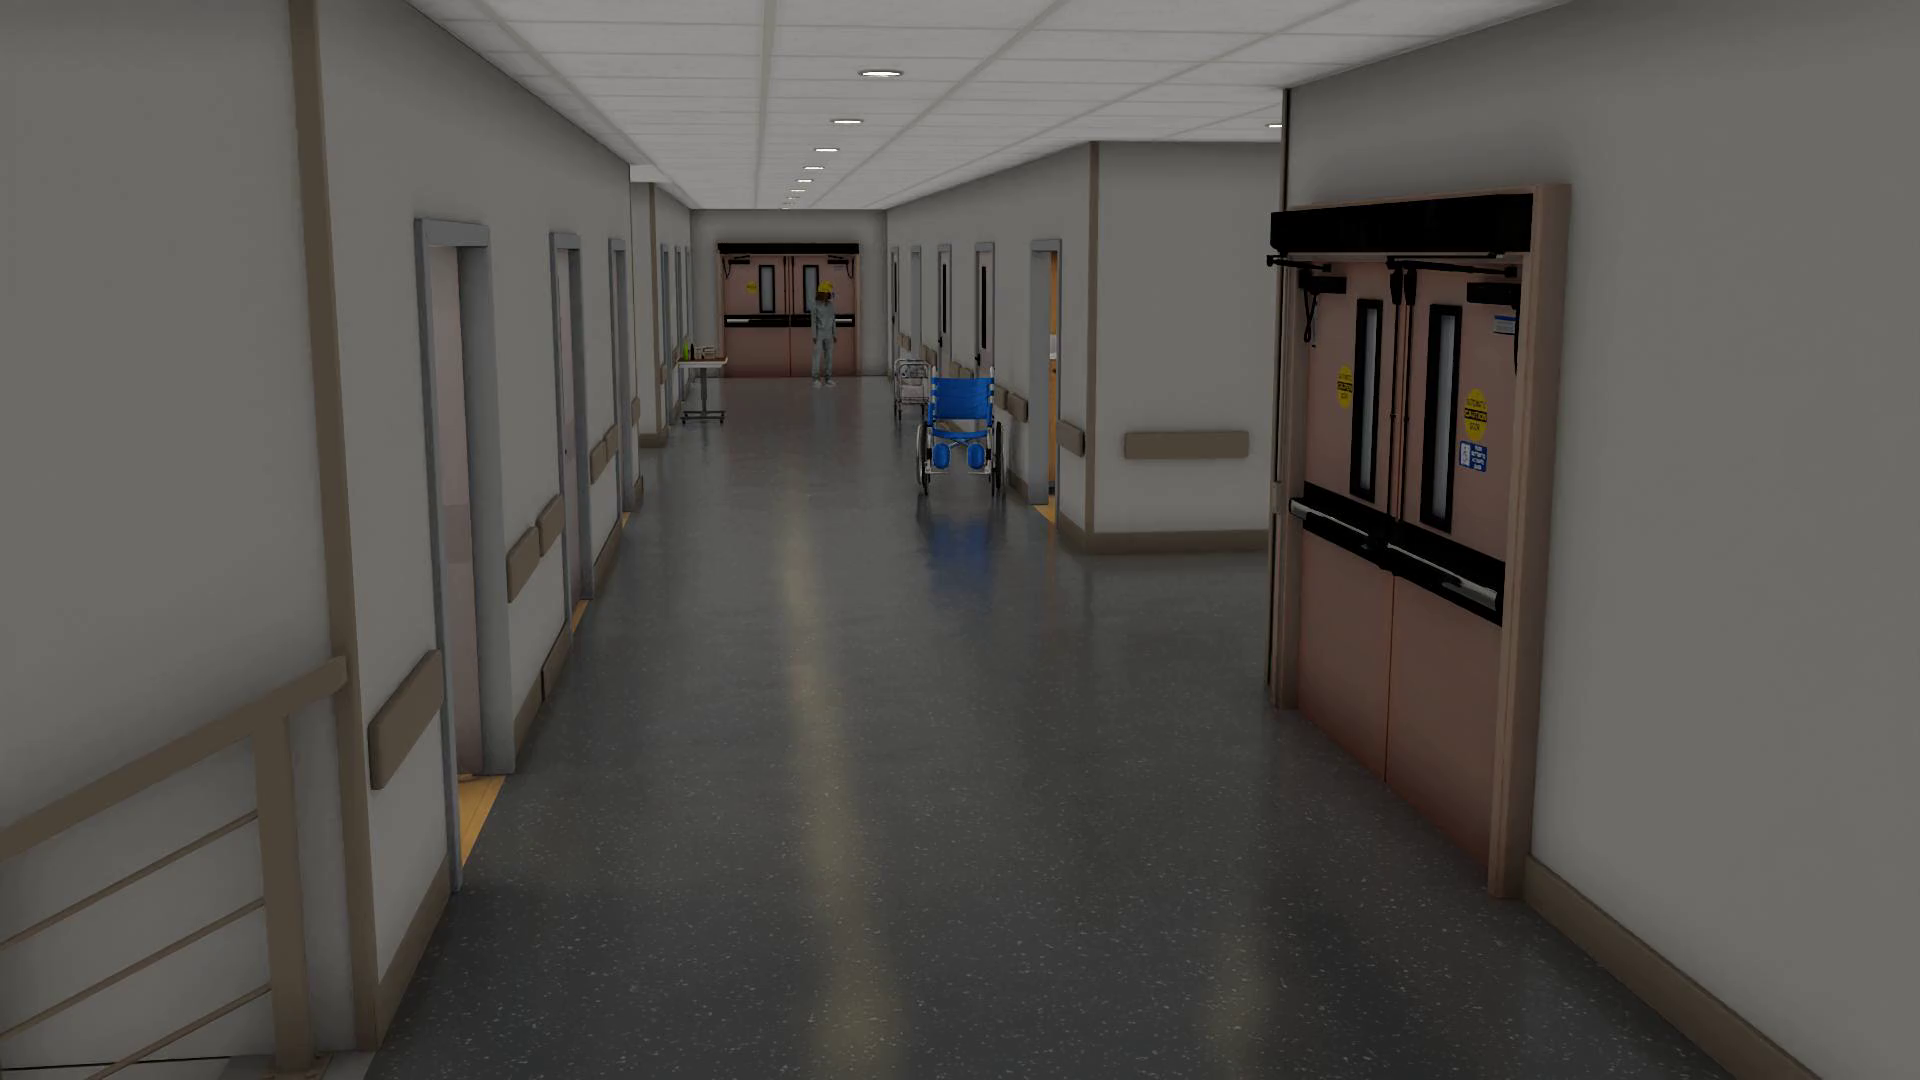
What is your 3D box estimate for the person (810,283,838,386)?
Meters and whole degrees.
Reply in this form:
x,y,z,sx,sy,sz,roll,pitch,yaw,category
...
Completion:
x,y,z,sx,sy,sz,roll,pitch,yaw,category
-2.298,-3.483,28.189,0.495,1.741,0.301,-9,13,-41,person
